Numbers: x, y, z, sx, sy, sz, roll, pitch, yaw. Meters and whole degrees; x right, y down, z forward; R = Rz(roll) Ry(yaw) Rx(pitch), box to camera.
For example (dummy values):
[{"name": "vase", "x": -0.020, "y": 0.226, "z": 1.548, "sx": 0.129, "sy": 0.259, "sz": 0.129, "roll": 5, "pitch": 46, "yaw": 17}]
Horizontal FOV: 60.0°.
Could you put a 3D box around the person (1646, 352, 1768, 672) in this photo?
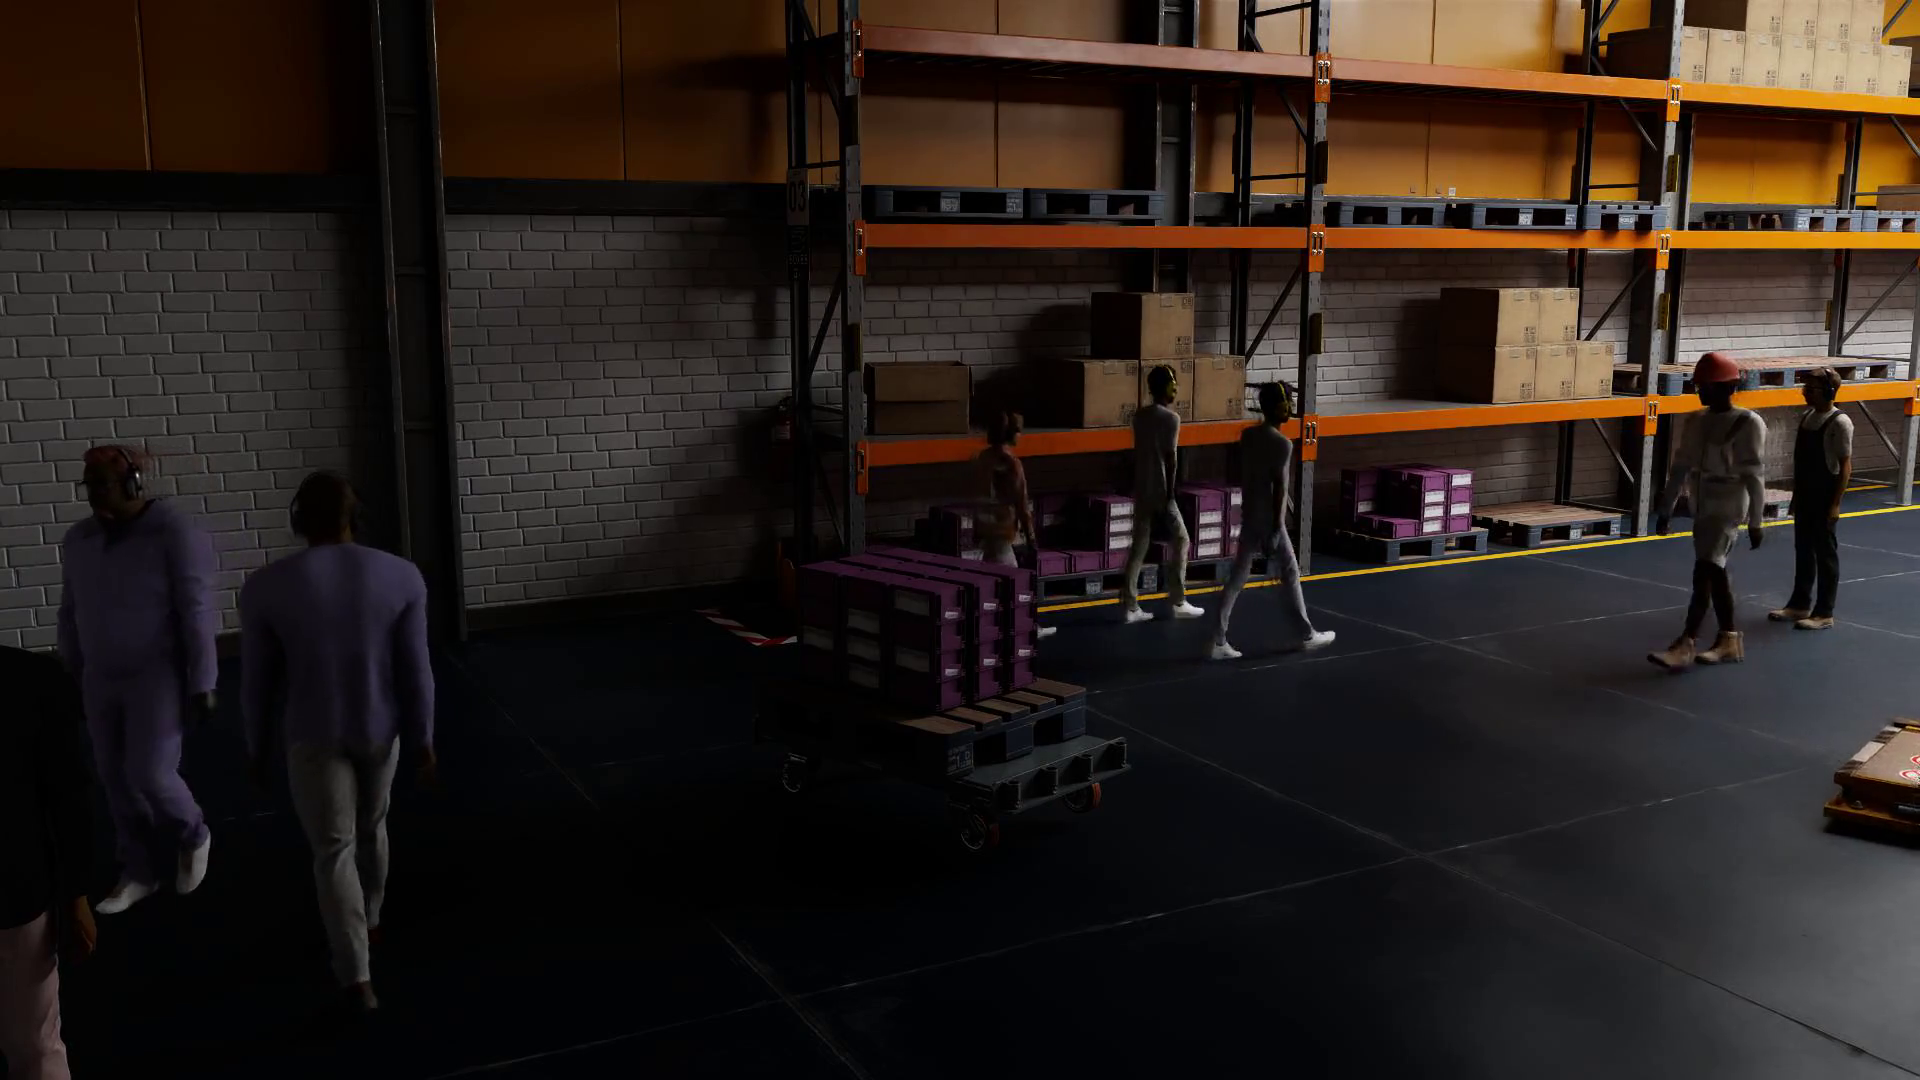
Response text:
[{"name": "person", "x": 4.641, "y": -0.168, "z": 10.499, "sx": 0.922, "sy": 2.007, "sz": 0.647, "roll": -3, "pitch": 10, "yaw": -16}]

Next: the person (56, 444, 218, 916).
[{"name": "person", "x": -3.303, "y": 0.561, "z": 6.637, "sx": 0.682, "sy": 1.892, "sz": 0.441, "roll": 2, "pitch": 10, "yaw": 13}]

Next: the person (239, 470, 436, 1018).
[{"name": "person", "x": -2.199, "y": 0.694, "z": 5.925, "sx": 0.633, "sy": 1.888, "sz": 1.026, "roll": -5, "pitch": 11, "yaw": -29}]

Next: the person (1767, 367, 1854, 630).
[{"name": "person", "x": 6.011, "y": -0.289, "z": 11.672, "sx": 0.345, "sy": 1.845, "sz": 0.505, "roll": -1, "pitch": 10, "yaw": -7}]

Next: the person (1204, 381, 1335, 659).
[{"name": "person", "x": 2.002, "y": -0.127, "z": 10.834, "sx": 0.995, "sy": 1.818, "sz": 0.516, "roll": -6, "pitch": 12, "yaw": -32}]

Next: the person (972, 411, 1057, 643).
[{"name": "person", "x": 0.363, "y": -0.036, "z": 10.877, "sx": 0.798, "sy": 1.600, "sz": 0.548, "roll": -4, "pitch": 11, "yaw": -22}]

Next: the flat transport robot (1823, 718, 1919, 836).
[{"name": "flat transport robot", "x": 4.693, "y": 1.139, "z": 7.978, "sx": 0.652, "sy": 0.197, "sz": 1.431, "roll": 8, "pitch": 13, "yaw": 40}]

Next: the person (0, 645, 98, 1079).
[{"name": "person", "x": -2.538, "y": 0.928, "z": 4.229, "sx": 0.623, "sy": 1.994, "sz": 0.382, "roll": -4, "pitch": 11, "yaw": -21}]

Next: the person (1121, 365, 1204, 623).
[{"name": "person", "x": 1.463, "y": -0.326, "z": 11.912, "sx": 0.788, "sy": 1.834, "sz": 0.542, "roll": -7, "pitch": 12, "yaw": -35}]
